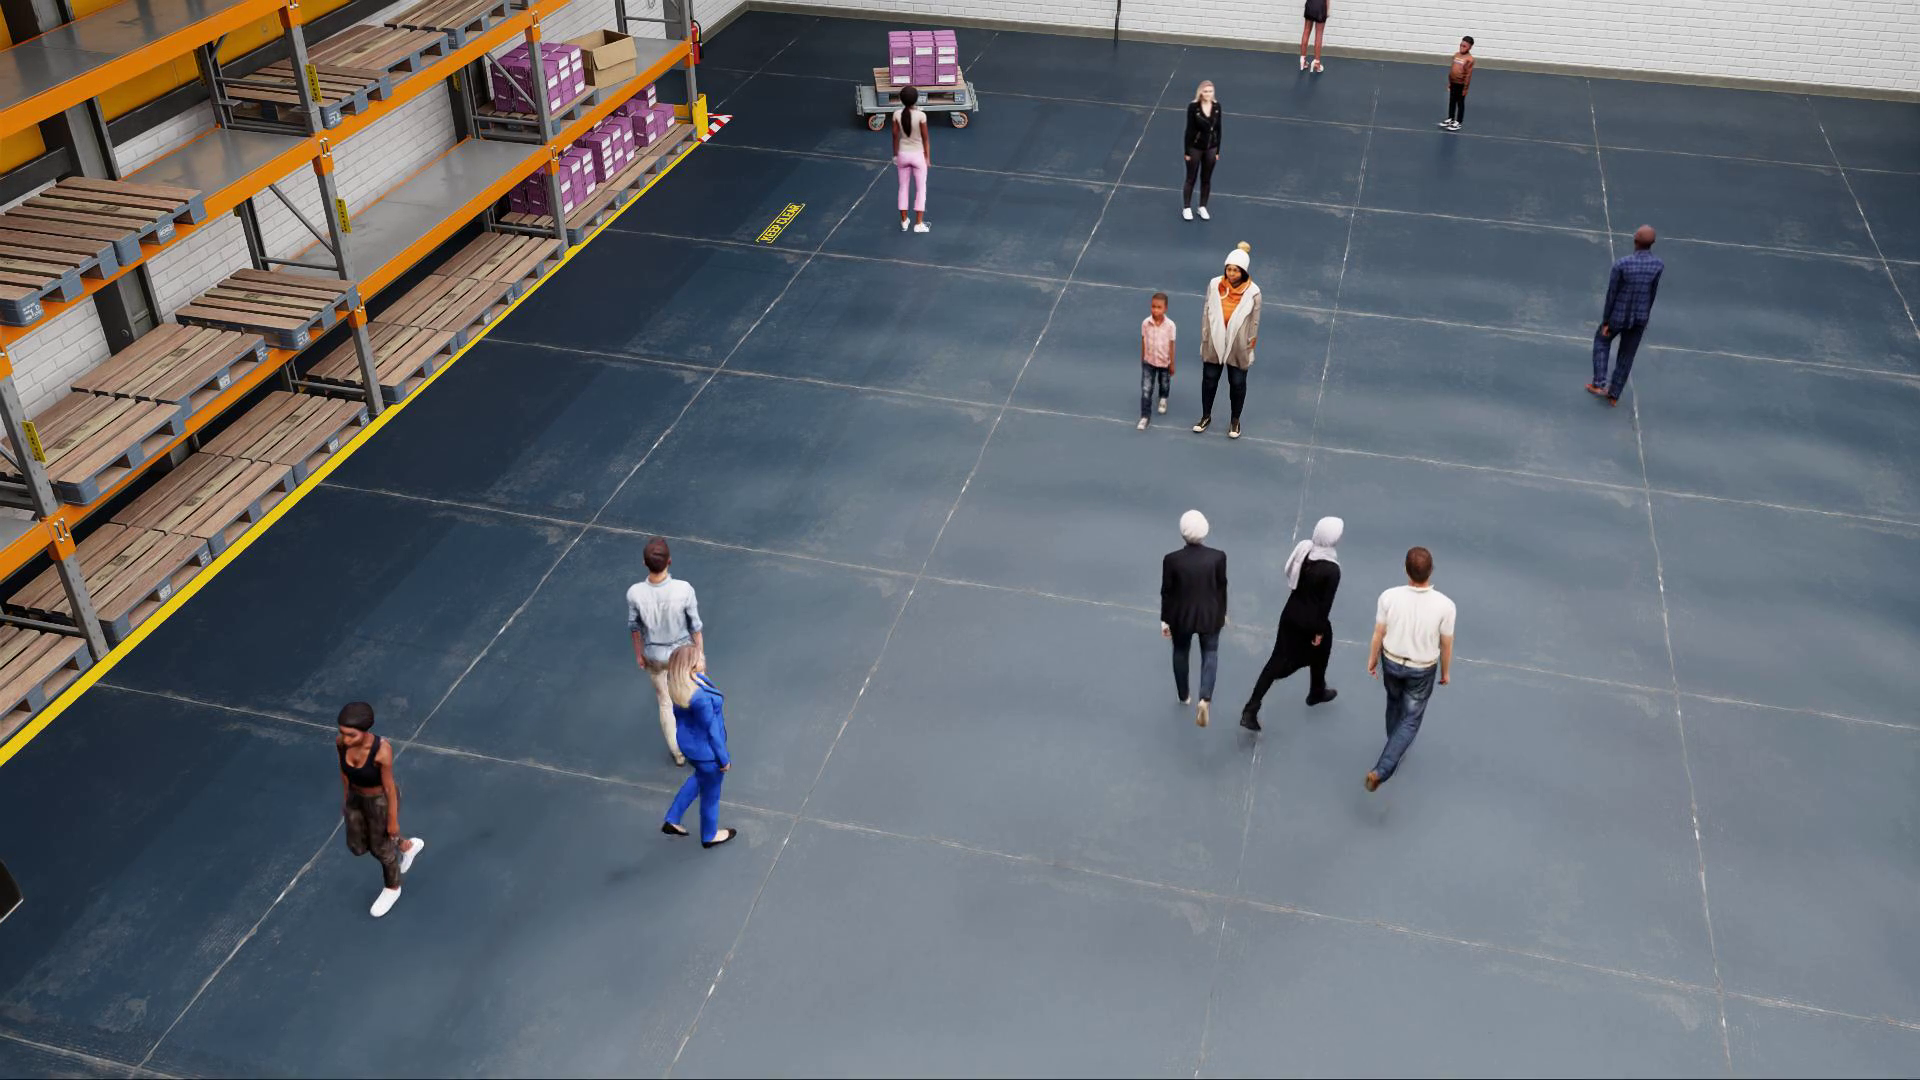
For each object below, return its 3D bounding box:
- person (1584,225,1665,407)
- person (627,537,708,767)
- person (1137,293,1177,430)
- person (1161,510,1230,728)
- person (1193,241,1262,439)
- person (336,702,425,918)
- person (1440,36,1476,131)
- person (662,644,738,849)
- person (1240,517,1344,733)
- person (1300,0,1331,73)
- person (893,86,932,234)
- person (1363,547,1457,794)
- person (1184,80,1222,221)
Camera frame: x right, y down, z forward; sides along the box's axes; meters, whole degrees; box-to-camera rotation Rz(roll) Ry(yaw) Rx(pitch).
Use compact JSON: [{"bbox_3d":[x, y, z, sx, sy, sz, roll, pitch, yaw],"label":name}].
[{"bbox_3d":[6.379,-2.097,15.817,0.717,1.805,0.731,2,34,3],"label":"person"},{"bbox_3d":[-1.988,0.835,11.371,0.746,1.842,0.744,0,34,-1],"label":"person"},{"bbox_3d":[1.900,-1.738,15.742,0.524,1.289,0.887,10,35,15],"label":"person"},{"bbox_3d":[1.718,0.612,11.793,0.798,1.761,0.899,4,34,6],"label":"person"},{"bbox_3d":[2.492,-1.857,15.377,0.693,1.890,0.671,11,35,16],"label":"person"},{"bbox_3d":[-3.566,1.610,10.358,0.673,1.674,0.789,17,37,24],"label":"person"},{"bbox_3d":[6.765,-6.190,22.471,0.647,1.255,0.586,-18,37,-24],"label":"person"},{"bbox_3d":[-1.745,1.379,10.691,0.877,1.690,0.816,-20,38,-27],"label":"person"},{"bbox_3d":[2.369,0.639,11.766,1.243,1.732,1.100,-23,40,-30],"label":"person"},{"bbox_3d":[5.222,-7.776,24.374,0.686,1.789,0.654,-27,42,-34],"label":"person"},{"bbox_3d":[-0.562,-4.444,19.402,0.597,1.745,0.662,7,34,11],"label":"person"},{"bbox_3d":[3.003,0.929,11.246,0.859,1.823,1.154,15,36,21],"label":"person"},{"bbox_3d":[2.869,-4.631,19.737,0.677,1.684,0.678,-6,34,-9],"label":"person"}]
